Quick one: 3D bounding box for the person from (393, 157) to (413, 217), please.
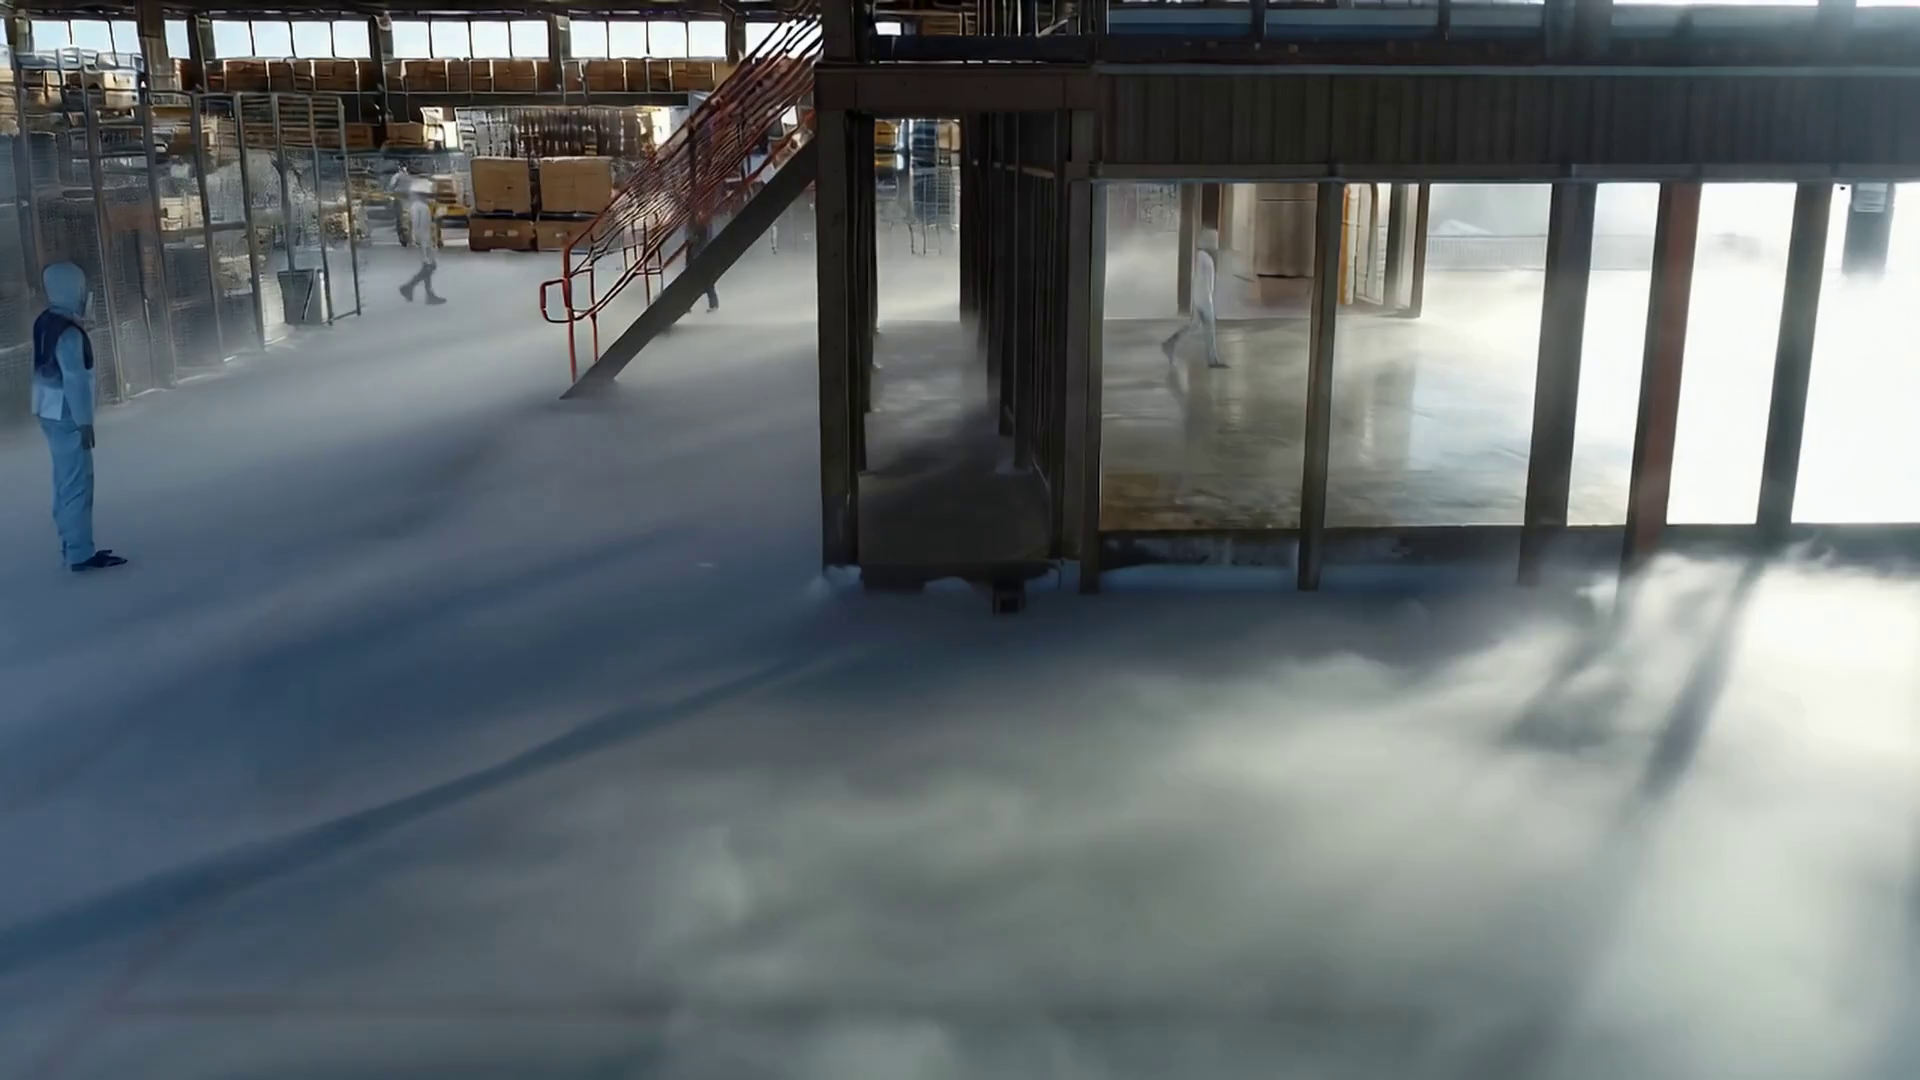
[{"bbox_3d":[-13.649,-8.393,40.797,1.035,1.942,0.628,2,14,9],"label":"person"}]

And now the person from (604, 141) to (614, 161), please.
[{"bbox_3d":[-19.342,-21.030,91.542,0.608,1.815,0.513,-6,15,-23],"label":"person"}]

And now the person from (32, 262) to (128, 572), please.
[{"bbox_3d":[-5.512,-0.751,10.308,0.384,1.913,0.593,-12,19,-40],"label":"person"}]

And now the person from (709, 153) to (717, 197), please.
[{"bbox_3d":[-7.725,-11.229,51.948,0.674,2.018,0.627,-1,14,-5],"label":"person"}]

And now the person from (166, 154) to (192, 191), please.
[{"bbox_3d":[-23.479,-10.651,50.005,0.662,1.859,1.004,1,14,4],"label":"person"}]

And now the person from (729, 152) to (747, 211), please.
[{"bbox_3d":[-6.894,-11.240,52.200,0.670,1.923,0.567,1,14,3],"label":"person"}]

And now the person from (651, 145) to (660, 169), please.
[{"bbox_3d":[-14.007,-17.197,76.224,0.459,1.812,0.627,-6,15,-23],"label":"person"}]

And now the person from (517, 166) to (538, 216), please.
[{"bbox_3d":[-10.330,-8.049,39.807,0.493,1.743,0.299,-6,15,-24],"label":"person"}]

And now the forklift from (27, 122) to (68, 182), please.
[{"bbox_3d":[-35.376,-14.773,64.377,1.129,2.768,1.873,-1,14,-2],"label":"forklift"}]

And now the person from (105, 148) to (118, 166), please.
[{"bbox_3d":[-40.390,-17.905,79.168,0.560,1.750,0.410,-2,14,-6],"label":"person"}]

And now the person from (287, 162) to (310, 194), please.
[{"bbox_3d":[-16.198,-8.337,40.771,0.590,1.837,0.404,-12,18,-40],"label":"person"}]

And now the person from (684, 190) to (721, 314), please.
[{"bbox_3d":[-3.857,-4.209,24.320,0.529,1.818,0.795,13,19,43],"label":"person"}]

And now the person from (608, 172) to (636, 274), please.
[{"bbox_3d":[-6.247,-5.799,30.568,0.612,1.859,0.746,8,16,29],"label":"person"}]

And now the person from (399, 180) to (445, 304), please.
[{"bbox_3d":[-8.276,-4.531,25.415,0.543,1.914,0.704,13,19,43],"label":"person"}]
